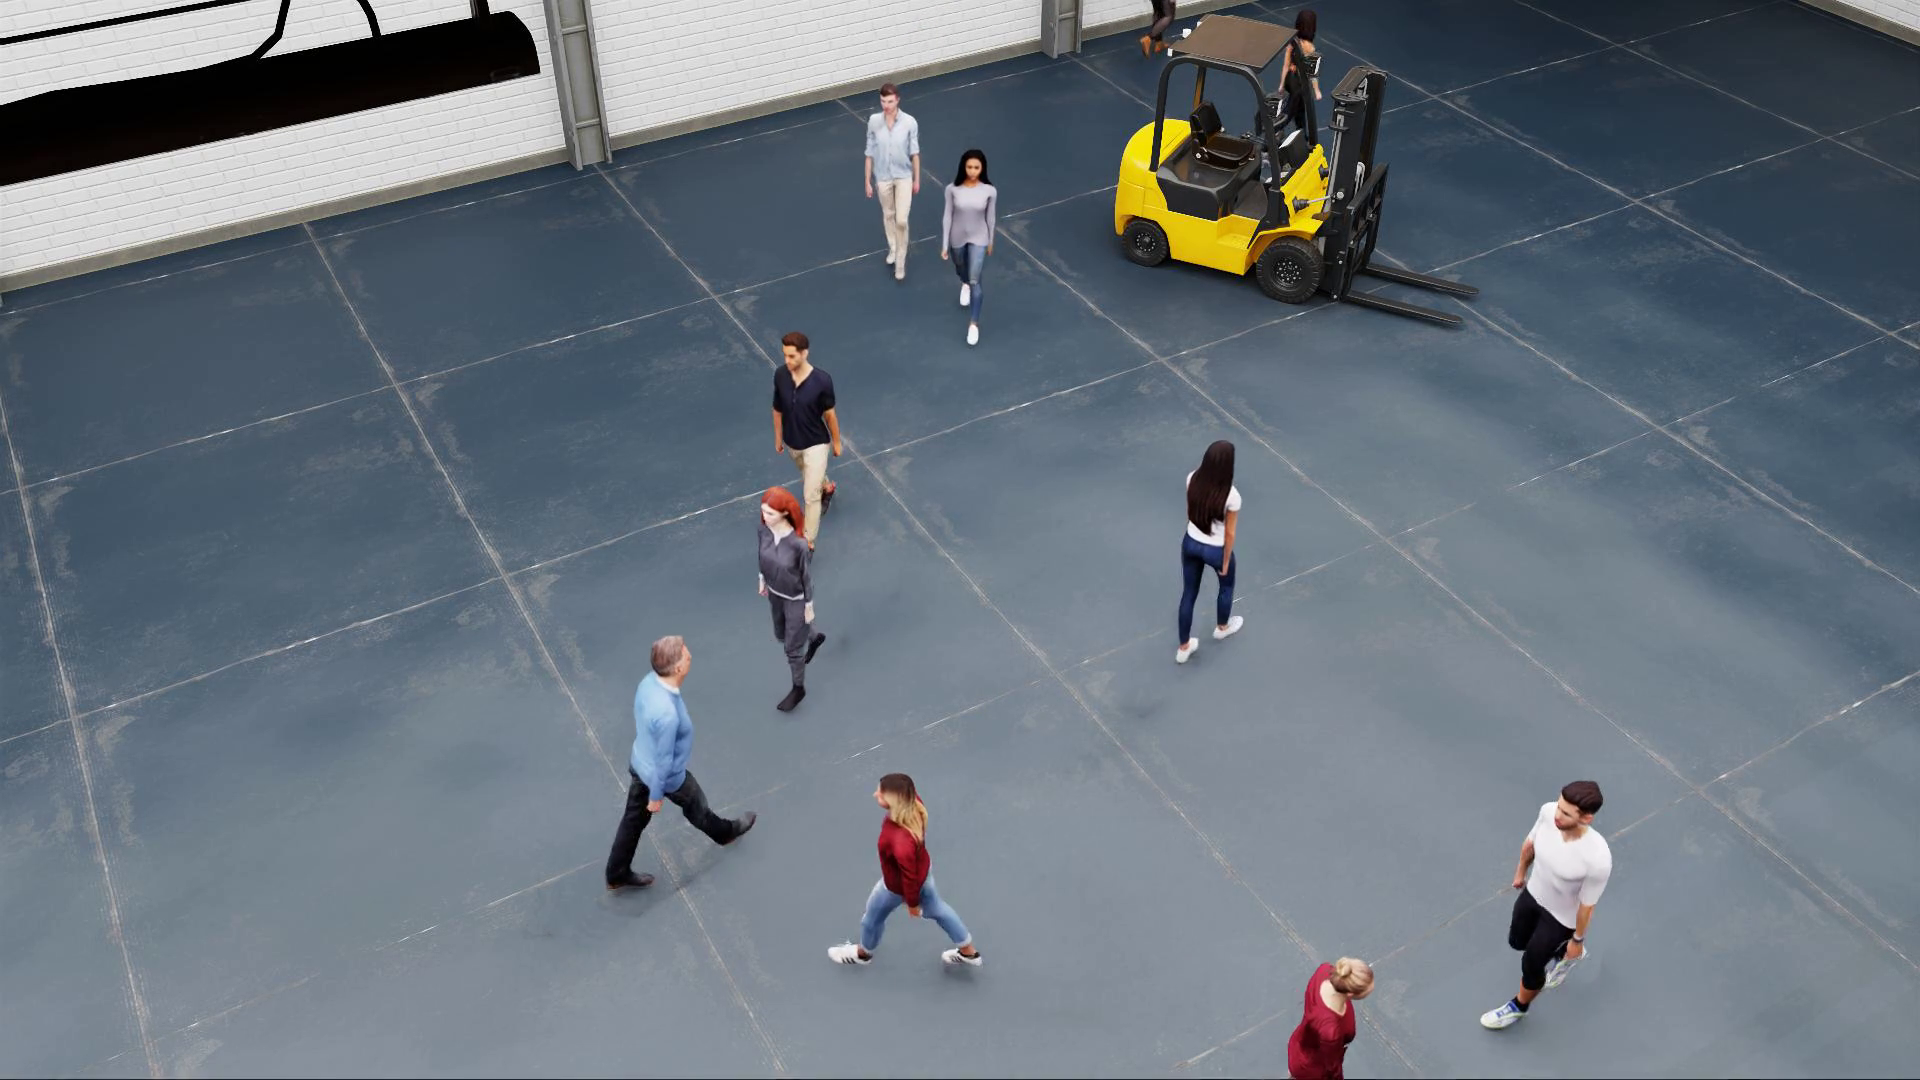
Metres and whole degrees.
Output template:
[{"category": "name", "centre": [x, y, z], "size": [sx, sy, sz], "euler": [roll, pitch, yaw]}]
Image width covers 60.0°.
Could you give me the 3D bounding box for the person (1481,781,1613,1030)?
[{"category": "person", "centre": [3.243, 1.922, 8.894], "size": [0.968, 1.830, 0.785], "euler": [-17, 42, -20]}]

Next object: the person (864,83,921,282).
[{"category": "person", "centre": [-0.605, -3.437, 15.606], "size": [0.964, 1.828, 1.008], "euler": [6, 39, 8]}]

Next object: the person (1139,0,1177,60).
[{"category": "person", "centre": [2.333, -6.501, 19.537], "size": [0.952, 1.709, 0.759], "euler": [-30, 47, -32]}]

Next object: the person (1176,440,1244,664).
[{"category": "person", "centre": [1.614, 0.121, 11.207], "size": [0.798, 1.757, 0.945], "euler": [25, 45, 27]}]

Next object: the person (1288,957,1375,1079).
[{"category": "person", "centre": [1.676, 2.552, 8.214], "size": [0.893, 1.695, 0.842], "euler": [2, 39, 2]}]

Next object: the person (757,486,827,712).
[{"category": "person", "centre": [-1.067, 0.322, 10.949], "size": [0.803, 1.765, 0.937], "euler": [23, 44, 26]}]

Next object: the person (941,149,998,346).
[{"category": "person", "centre": [0.080, -2.684, 14.770], "size": [1.163, 1.695, 1.140], "euler": [5, 39, 7]}]

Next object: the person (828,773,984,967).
[{"category": "person", "centre": [-0.217, 1.867, 9.154], "size": [1.170, 1.591, 1.083], "euler": [8, 39, 10]}]

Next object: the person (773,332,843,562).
[{"category": "person", "centre": [-1.099, -0.775, 12.286], "size": [1.141, 1.811, 1.262], "euler": [13, 40, 16]}]

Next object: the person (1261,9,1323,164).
[{"category": "person", "centre": [3.444, -4.683, 17.347], "size": [1.104, 1.602, 0.612], "euler": [-16, 41, -19]}]

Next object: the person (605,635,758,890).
[{"category": "person", "centre": [-1.816, 1.384, 9.648], "size": [1.203, 1.729, 0.646], "euler": [-17, 42, -20]}]
